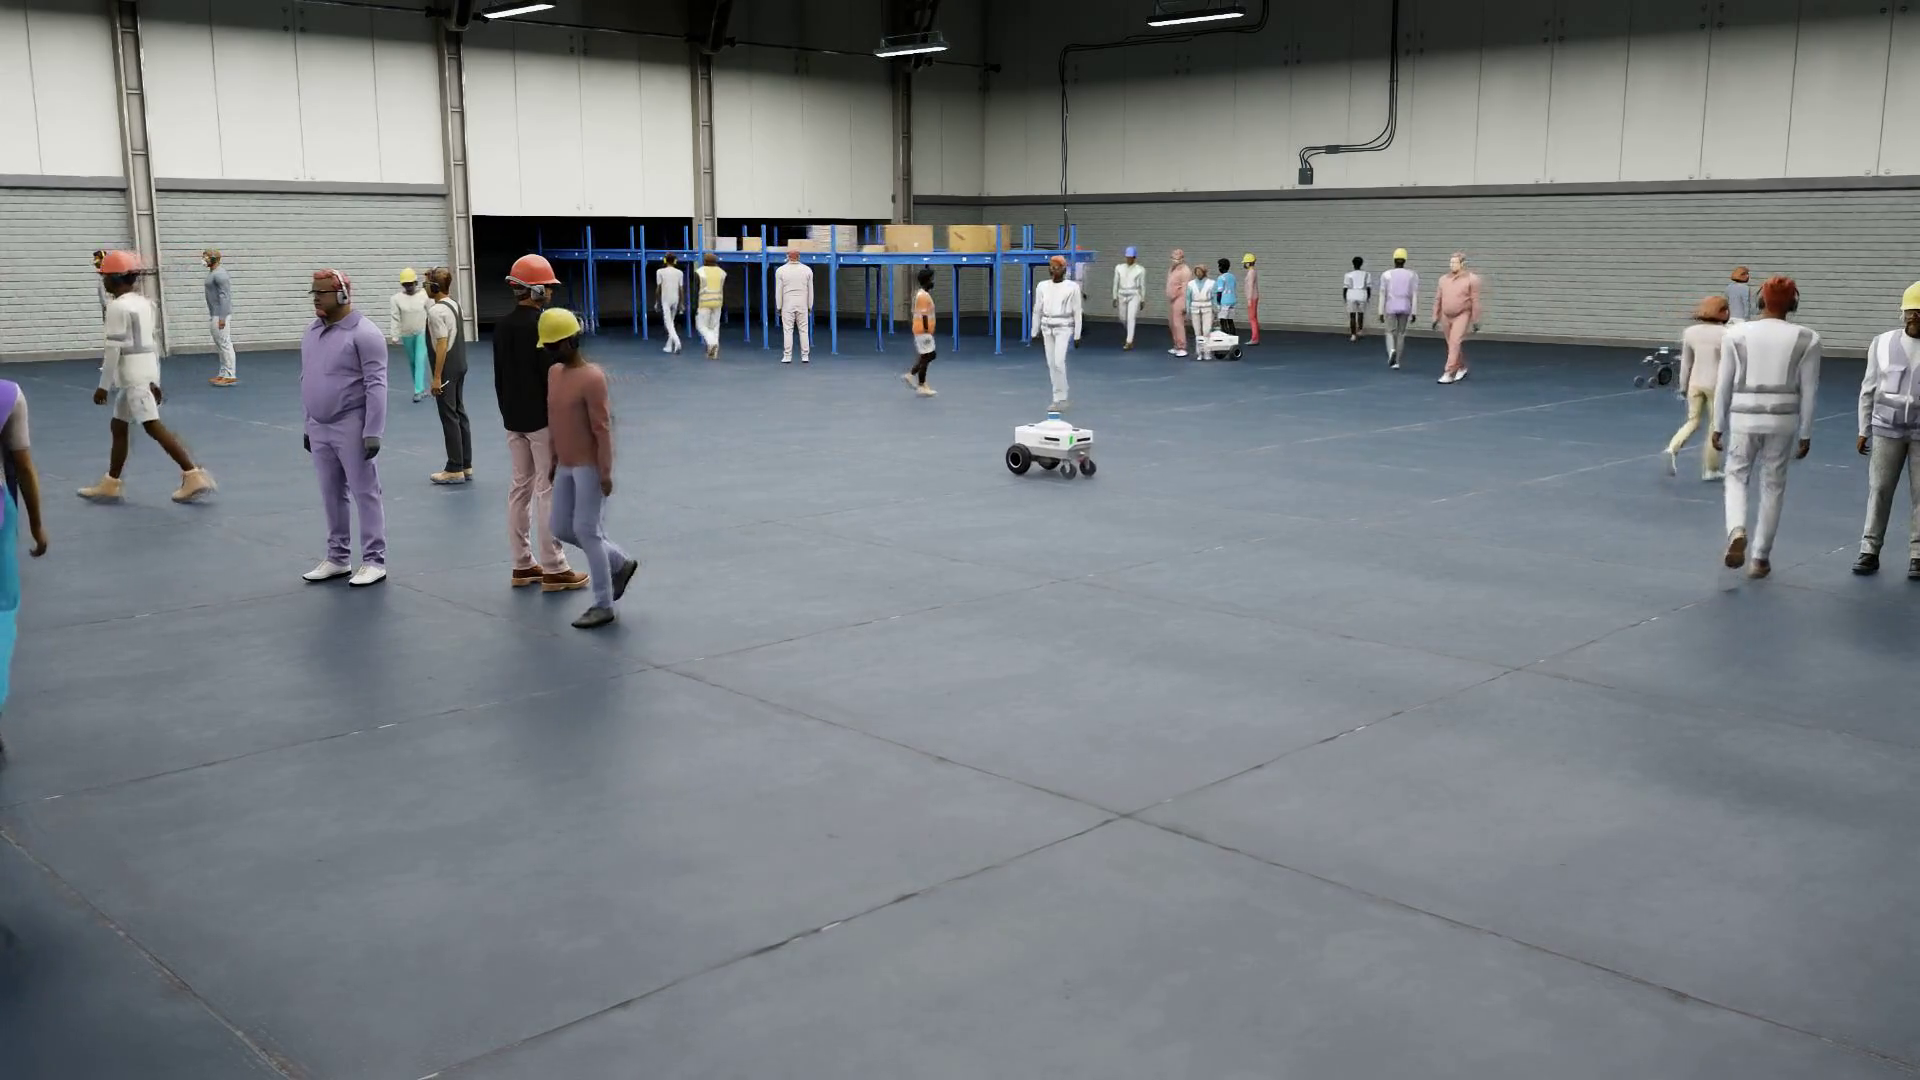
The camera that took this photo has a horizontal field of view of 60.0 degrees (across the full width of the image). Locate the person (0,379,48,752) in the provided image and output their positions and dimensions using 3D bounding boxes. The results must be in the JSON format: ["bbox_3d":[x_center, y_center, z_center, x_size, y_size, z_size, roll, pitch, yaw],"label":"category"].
[{"bbox_3d":[-4.141,-0.044,6.895,0.569,1.817,0.883,-3,11,-18],"label":"person"}]

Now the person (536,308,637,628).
[{"bbox_3d":[-2.047,-0.407,9.107,0.520,1.724,0.548,-10,14,-42],"label":"person"}]

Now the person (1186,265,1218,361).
[{"bbox_3d":[4.054,-3.813,27.986,0.516,1.611,0.729,4,11,20],"label":"person"}]

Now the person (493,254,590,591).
[{"bbox_3d":[-2.535,-0.702,9.981,0.612,1.995,0.379,8,13,37],"label":"person"}]

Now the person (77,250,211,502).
[{"bbox_3d":[-6.514,-1.287,13.194,1.055,2.003,0.605,-2,11,-9],"label":"person"}]

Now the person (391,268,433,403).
[{"bbox_3d":[-7.053,-2.663,21.499,0.530,1.704,0.910,-2,11,-10],"label":"person"}]

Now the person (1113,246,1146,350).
[{"bbox_3d":[3.181,-4.523,31.022,0.604,1.917,0.828,5,12,25],"label":"person"}]

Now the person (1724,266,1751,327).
[{"bbox_3d":[11.985,-3.395,25.654,0.282,1.633,0.498,-3,11,-18],"label":"person"}]

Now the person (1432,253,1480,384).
[{"bbox_3d":[7.197,-3.223,24.094,0.968,1.867,0.660,-9,14,-41],"label":"person"}]

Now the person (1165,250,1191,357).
[{"bbox_3d":[3.815,-4.148,29.163,0.486,1.870,0.770,-3,11,-16],"label":"person"}]

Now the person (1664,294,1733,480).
[{"bbox_3d":[6.396,-1.304,14.313,0.640,1.615,0.503,-7,12,-32],"label":"person"}]

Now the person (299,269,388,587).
[{"bbox_3d":[-3.769,-0.681,10.107,0.642,1.908,0.407,5,12,26],"label":"person"}]

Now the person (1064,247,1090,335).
[{"bbox_3d":[2.461,-5.339,35.571,0.982,1.892,0.560,10,15,44],"label":"person"}]

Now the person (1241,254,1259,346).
[{"bbox_3d":[5.615,-4.652,32.194,0.377,1.756,0.537,3,11,14],"label":"person"}]

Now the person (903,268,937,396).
[{"bbox_3d":[-0.491,-2.749,22.007,0.402,1.687,0.534,0,10,2],"label":"person"}]

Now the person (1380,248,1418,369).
[{"bbox_3d":[6.930,-3.652,26.301,0.593,1.911,0.559,1,10,6],"label":"person"}]

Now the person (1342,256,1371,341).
[{"bbox_3d":[7.946,-4.843,33.393,0.557,1.677,0.527,0,10,2],"label":"person"}]

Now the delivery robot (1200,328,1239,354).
[{"bbox_3d":[4.400,-3.383,28.381,0.707,0.478,0.477,-6,12,-29],"label":"delivery robot"}]

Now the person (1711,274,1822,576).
[{"bbox_3d":[4.966,-0.696,10.278,0.590,1.871,0.533,5,12,26],"label":"person"}]

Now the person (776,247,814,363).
[{"bbox_3d":[-2.757,-3.905,27.673,0.650,1.913,0.409,-3,11,-18],"label":"person"}]

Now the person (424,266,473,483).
[{"bbox_3d":[-4.416,-1.421,14.310,0.327,1.844,0.514,1,10,4],"label":"person"}]

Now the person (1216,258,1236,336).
[{"bbox_3d":[4.924,-4.371,30.857,0.333,1.686,0.539,9,14,40],"label":"person"}]

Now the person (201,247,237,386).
[{"bbox_3d":[-10.476,-3.154,23.503,0.355,1.938,0.637,-7,12,-33],"label":"person"}]

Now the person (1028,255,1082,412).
[{"bbox_3d":[1.121,-2.464,19.949,0.582,1.864,0.589,7,13,34],"label":"person"}]

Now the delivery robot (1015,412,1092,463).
[{"bbox_3d":[0.835,-0.895,14.821,0.707,0.478,0.477,10,14,43],"label":"delivery robot"}]

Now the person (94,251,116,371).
[{"bbox_3d":[-13.260,-3.559,25.901,0.331,1.872,0.513,-9,14,-40],"label":"person"}]

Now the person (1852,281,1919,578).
[{"bbox_3d":[5.899,-0.685,10.328,0.596,1.831,0.403,8,13,37],"label":"person"}]

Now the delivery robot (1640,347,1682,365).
[{"bbox_3d":[9.906,-2.597,23.395,0.698,0.223,0.335,-4,11,-22],"label":"delivery robot"}]

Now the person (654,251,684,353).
[{"bbox_3d":[-5.210,-4.285,29.971,0.516,1.838,0.859,-7,12,-34],"label":"person"}]

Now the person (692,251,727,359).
[{"bbox_3d":[-4.268,-4.008,28.451,0.645,1.832,0.495,-7,13,-34],"label":"person"}]
